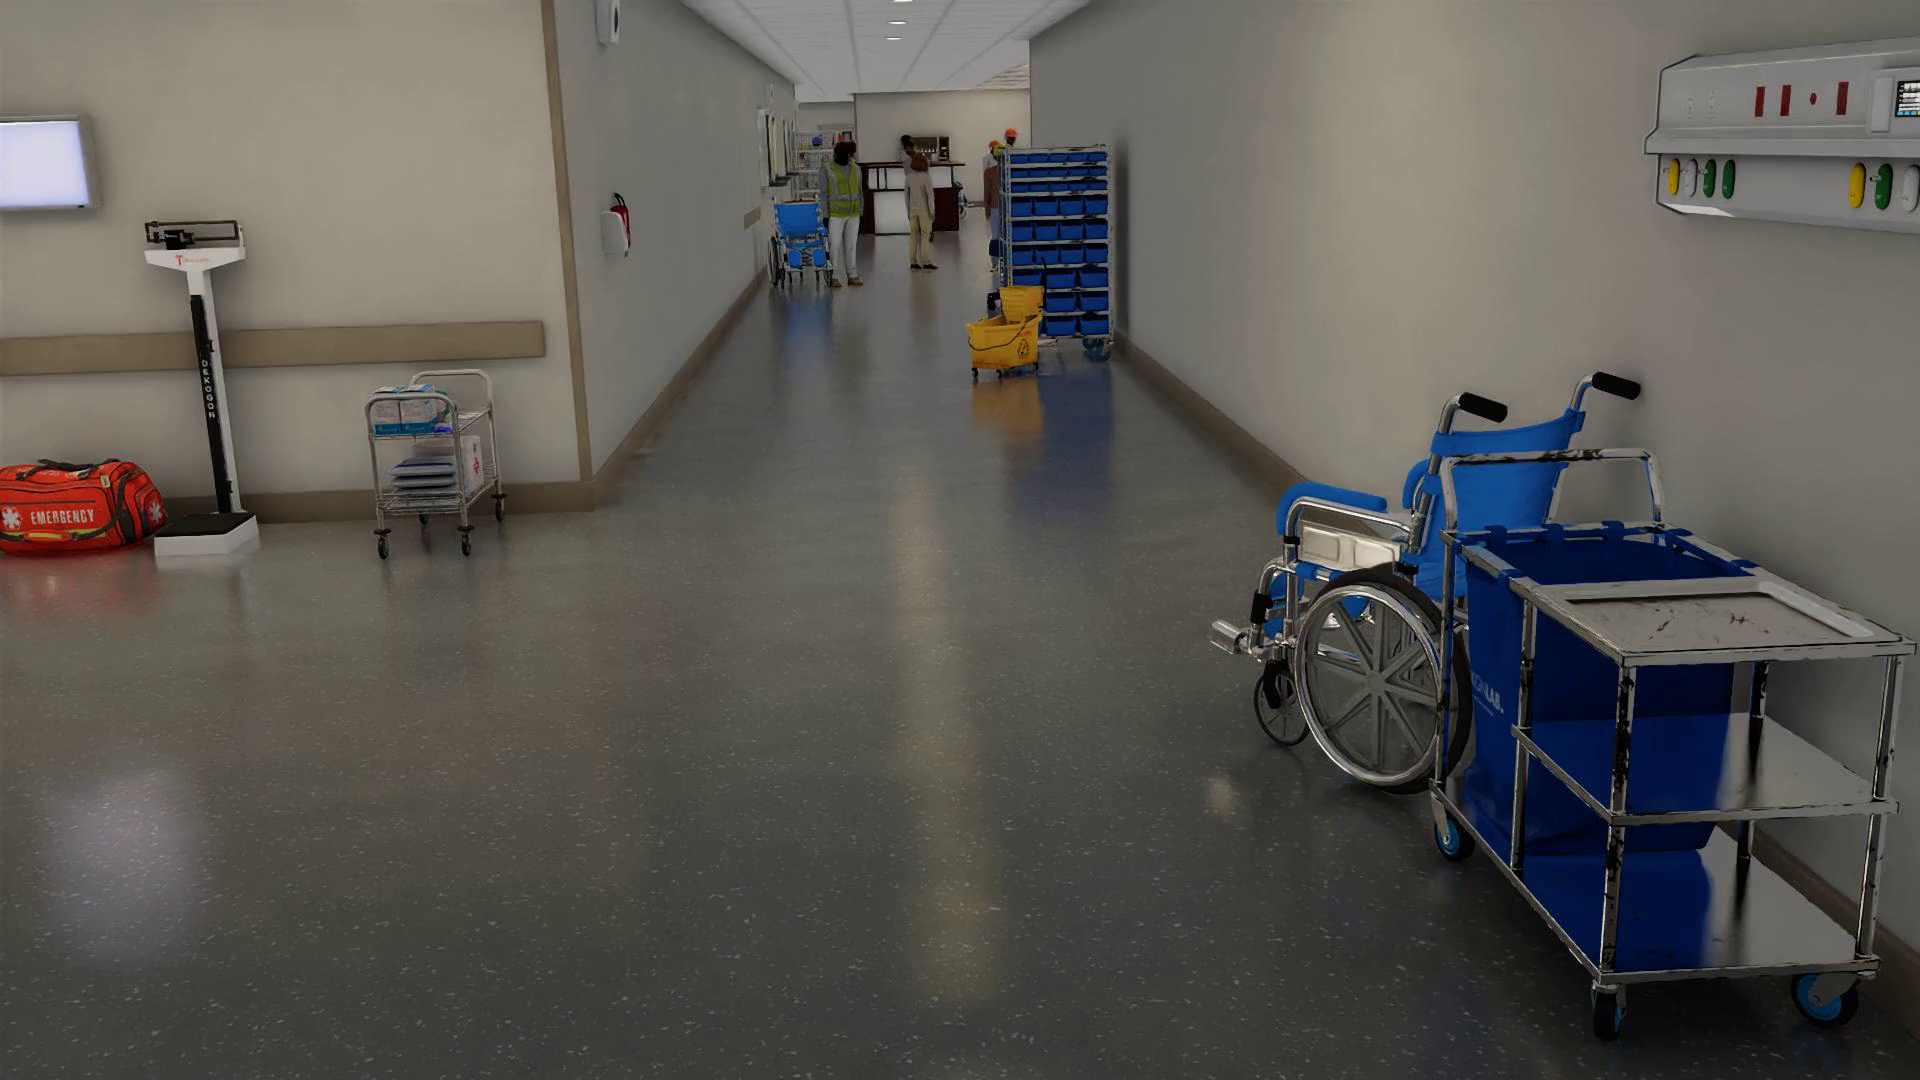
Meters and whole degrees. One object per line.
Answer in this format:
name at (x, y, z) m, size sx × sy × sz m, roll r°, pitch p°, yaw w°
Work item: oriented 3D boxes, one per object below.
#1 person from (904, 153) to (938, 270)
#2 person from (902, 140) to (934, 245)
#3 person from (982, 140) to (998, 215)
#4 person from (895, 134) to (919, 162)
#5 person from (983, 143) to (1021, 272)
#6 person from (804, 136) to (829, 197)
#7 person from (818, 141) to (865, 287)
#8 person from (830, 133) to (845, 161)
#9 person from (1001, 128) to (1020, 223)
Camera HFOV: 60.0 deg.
person at (-0.561, -4.669, 23.689) m, size 0.508 × 1.632 × 0.264 m, roll 9°, pitch 17°, yaw 38°
person at (-0.743, -6.153, 29.409) m, size 0.518 × 1.828 × 0.865 m, roll 4°, pitch 15°, yaw 21°
person at (0.796, -8.494, 39.018) m, size 0.564 × 1.743 × 0.352 m, roll -12°, pitch 17°, yaw -37°
person at (-1.175, -8.309, 38.103) m, size 0.643 × 1.934 × 0.764 m, roll -8°, pitch 15°, yaw -23°
person at (0.586, -4.582, 22.943) m, size 0.517 × 1.757 × 0.335 m, roll 0°, pitch 14°, yaw 6°
person at (-3.225, -8.171, 37.779) m, size 0.600 × 1.939 × 0.421 m, roll 0°, pitch 14°, yaw 7°
person at (-1.490, -4.166, 21.317) m, size 0.624 × 1.835 × 0.430 m, roll -10°, pitch 16°, yaw -31°
person at (-2.746, -8.266, 37.971) m, size 0.385 × 1.993 × 0.623 m, roll 2°, pitch 14°, yaw 16°
person at (1.062, -7.634, 34.965) m, size 0.649 × 1.977 × 0.415 m, roll -13°, pitch 18°, yaw -39°
